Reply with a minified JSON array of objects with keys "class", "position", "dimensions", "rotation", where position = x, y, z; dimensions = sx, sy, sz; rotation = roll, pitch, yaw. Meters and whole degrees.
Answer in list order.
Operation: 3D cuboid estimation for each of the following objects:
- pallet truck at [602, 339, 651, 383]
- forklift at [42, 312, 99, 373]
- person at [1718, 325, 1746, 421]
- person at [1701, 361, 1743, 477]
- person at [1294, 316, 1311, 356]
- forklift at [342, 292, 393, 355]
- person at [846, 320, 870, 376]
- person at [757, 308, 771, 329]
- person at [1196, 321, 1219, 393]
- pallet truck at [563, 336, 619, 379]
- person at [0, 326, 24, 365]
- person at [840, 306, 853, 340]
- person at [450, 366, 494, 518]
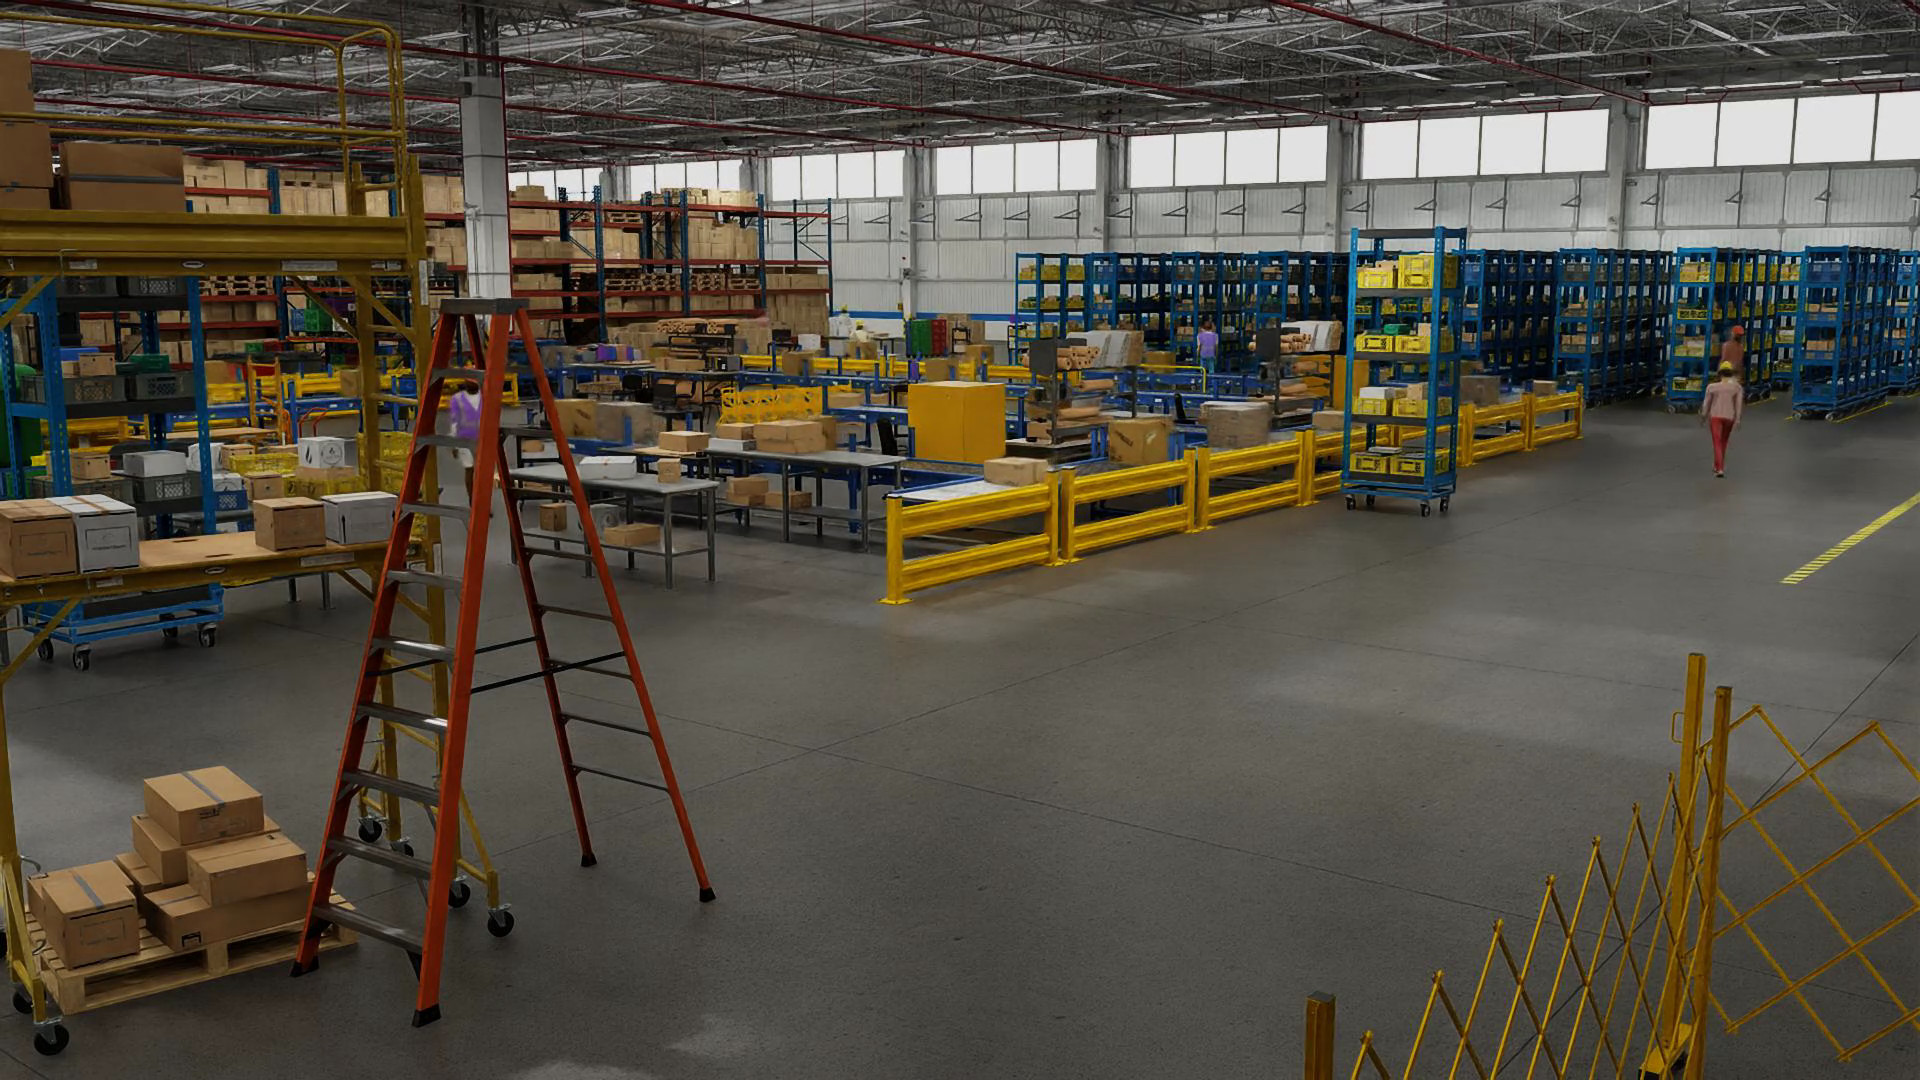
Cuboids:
[{"class":"pallet truck","position":[-8.991,-4.871,45.351],"dimensions":[0.653,1.274,1.630],"rotation":[7,11,37]},{"class":"forklift","position":[-23.779,-5.451,44.052],"dimensions":[1.873,2.768,1.129],"rotation":[7,11,36]},{"class":"person","position":[15.900,-3.421,34.175],"dimensions":[0.654,1.978,0.439],"rotation":[-5,10,-29]},{"class":"person","position":[11.450,-1.821,25.012],"dimensions":[0.535,1.720,0.893],"rotation":[2,9,9]},{"class":"person","position":[9.422,-5.293,45.817],"dimensions":[0.608,2.004,1.032],"rotation":[7,12,39]},{"class":"forklift","position":[-16.485,-5.622,45.120],"dimensions":[1.129,2.768,1.873],"rotation":[7,11,37]},{"class":"person","position":[-2.731,-5.082,45.199],"dimensions":[0.584,1.786,0.958],"rotation":[-5,11,-31]},{"class":"person","position":[-6.346,-6.699,54.923],"dimensions":[0.647,1.889,0.647],"rotation":[-9,13,-44]},{"class":"person","position":[6.227,-4.588,41.884],"dimensions":[0.572,1.844,0.376],"rotation":[-2,9,-10]},{"class":"pallet truck","position":[-10.690,-5.294,48.215],"dimensions":[1.601,1.201,0.680],"rotation":[-5,10,-26]},{"class":"person","position":[-22.087,-4.143,38.627],"dimensions":[1.003,1.995,0.639],"rotation":[8,12,40]},{"class":"person","position":[-4.796,-8.869,69.020],"dimensions":[0.916,1.706,0.543],"rotation":[8,12,40]},{"class":"person","position":[-5.995,-1.205,20.591],"dimensions":[0.594,1.894,0.714],"rotation":[-6,11,-32]}]
